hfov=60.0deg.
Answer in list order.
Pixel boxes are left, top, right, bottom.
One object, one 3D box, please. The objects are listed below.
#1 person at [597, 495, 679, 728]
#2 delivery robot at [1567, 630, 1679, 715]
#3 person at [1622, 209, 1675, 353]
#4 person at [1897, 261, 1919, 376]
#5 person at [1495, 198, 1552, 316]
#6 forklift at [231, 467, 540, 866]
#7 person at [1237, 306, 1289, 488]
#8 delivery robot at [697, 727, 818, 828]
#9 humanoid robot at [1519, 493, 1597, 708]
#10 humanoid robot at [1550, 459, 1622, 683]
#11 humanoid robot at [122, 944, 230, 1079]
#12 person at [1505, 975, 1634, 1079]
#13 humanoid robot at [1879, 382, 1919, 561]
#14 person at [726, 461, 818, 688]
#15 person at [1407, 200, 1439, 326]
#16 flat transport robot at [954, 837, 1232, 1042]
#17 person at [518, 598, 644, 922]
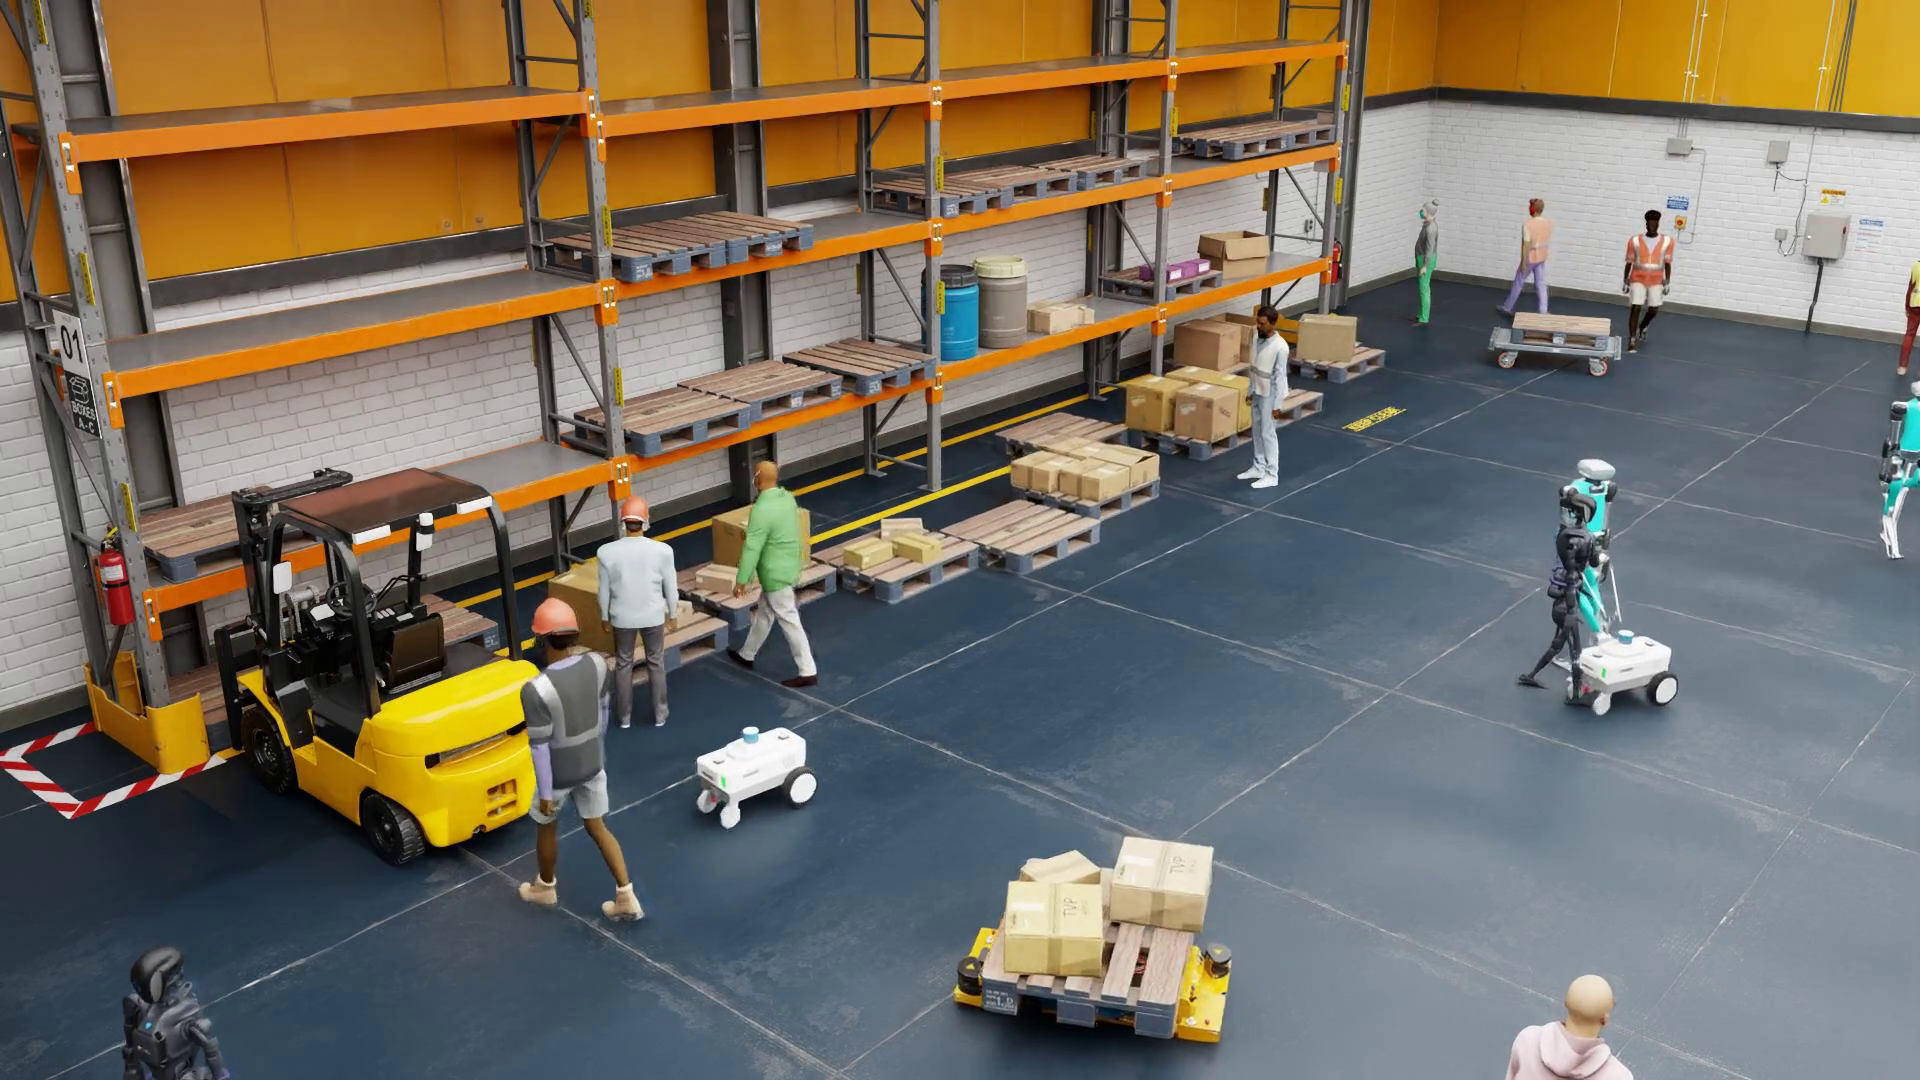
[{"bbox_3d":[-2.318,0.521,12.013,0.575,1.738,0.351,-3,21,-9],"label":"person"},{"bbox_3d":[4.995,0.976,12.520,0.803,0.613,0.499,-9,22,-23],"label":"delivery robot"},{"bbox_3d":[9.403,-3.562,22.779,0.630,1.944,0.623,6,21,15],"label":"person"},{"bbox_3d":[12.463,-2.987,21.485,0.476,1.768,0.372,14,24,33],"label":"person"},{"bbox_3d":[8.437,-4.139,24.559,0.583,1.788,0.987,-10,22,-25],"label":"person"},{"bbox_3d":[-3.730,0.710,10.856,2.313,2.155,1.214,17,26,38],"label":"forklift"},{"bbox_3d":[3.183,-1.489,17.225,0.383,1.910,0.597,-6,21,-16],"label":"person"},{"bbox_3d":[-1.355,1.530,11.021,0.815,0.614,0.499,-17,26,-39],"label":"delivery robot"},{"bbox_3d":[4.573,0.418,12.432,0.607,1.646,0.602,9,22,23],"label":"humanoid robot"},{"bbox_3d":[4.846,0.306,12.624,0.570,1.782,0.826,-10,23,-26],"label":"humanoid robot"},{"bbox_3d":[-3.243,2.395,7.027,0.584,1.642,0.447,8,22,21],"label":"humanoid robot"},{"bbox_3d":[2.356,2.509,6.583,0.532,1.776,0.414,18,27,39],"label":"person"},{"bbox_3d":[8.641,-0.645,15.217,0.549,1.741,1.042,5,21,13],"label":"humanoid robot"},{"bbox_3d":[-1.473,0.261,12.738,0.911,1.728,0.643,6,21,16],"label":"person"},{"bbox_3d":[6.772,-4.044,24.245,0.334,1.837,0.523,5,21,13],"label":"person"},{"bbox_3d":[0.736,2.383,9.095,1.431,0.231,0.659,5,21,13],"label":"flat transport robot"},{"bbox_3d":[-2.248,1.290,9.594,0.849,2.003,0.604,16,26,37],"label":"person"}]
